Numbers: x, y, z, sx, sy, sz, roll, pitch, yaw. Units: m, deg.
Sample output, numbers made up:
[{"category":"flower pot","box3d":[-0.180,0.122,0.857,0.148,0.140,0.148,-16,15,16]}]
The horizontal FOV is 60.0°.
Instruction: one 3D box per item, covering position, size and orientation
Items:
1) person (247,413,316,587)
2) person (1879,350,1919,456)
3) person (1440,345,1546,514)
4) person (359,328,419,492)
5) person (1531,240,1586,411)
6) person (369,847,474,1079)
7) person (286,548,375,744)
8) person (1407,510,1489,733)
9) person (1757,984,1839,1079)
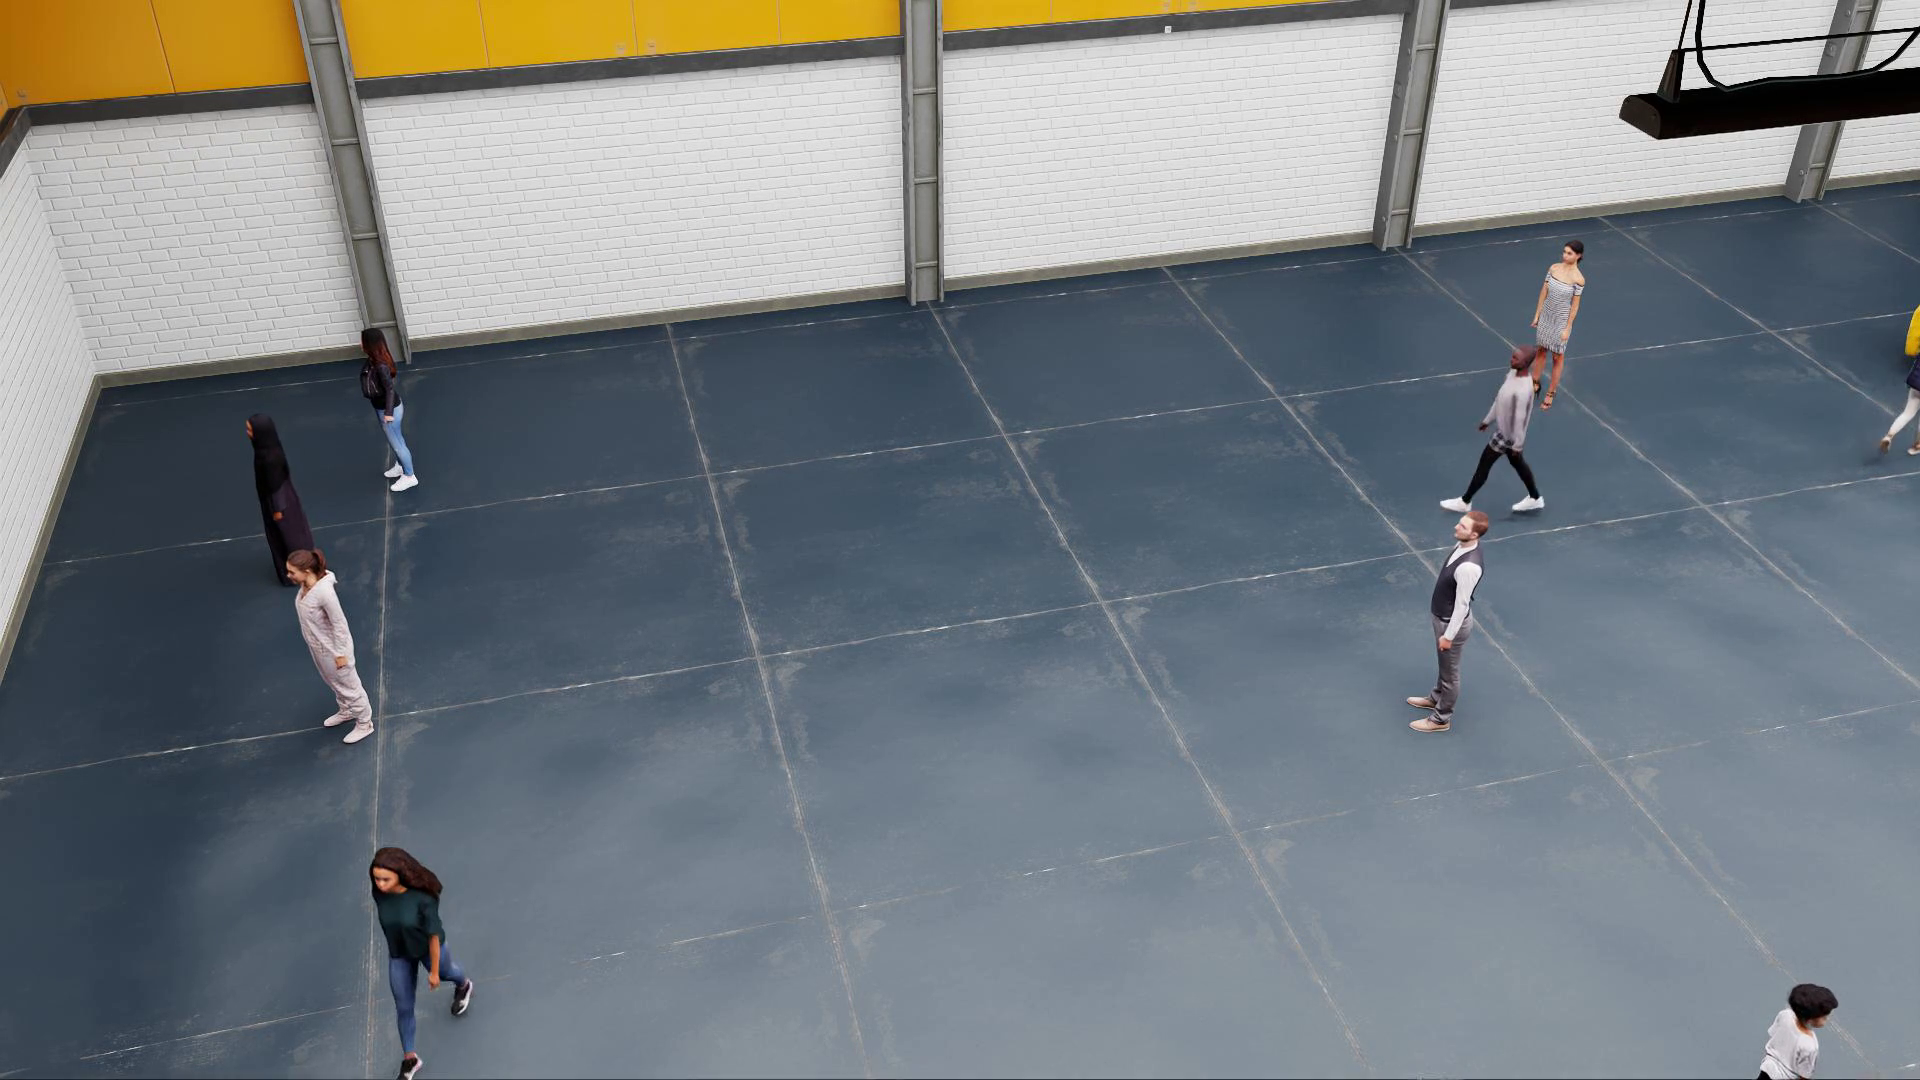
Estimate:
[{"category":"person","box3d":[-5.851,-0.376,14.320,0.624,1.615,0.627,-13,36,-19]},{"category":"person","box3d":[9.308,-1.451,16.055,0.911,1.483,0.702,-17,37,-23]},{"category":"person","box3d":[5.081,-0.966,15.104,1.261,1.728,0.950,5,34,7]},{"category":"person","box3d":[-5.382,-1.247,15.612,0.619,1.634,0.686,-15,36,-21]},{"category":"person","box3d":[6.047,-2.194,16.867,0.657,1.822,0.664,-23,40,-30]},{"category":"person","box3d":[-3.242,2.444,10.116,1.102,1.572,0.947,5,34,8]},{"category":"person","box3d":[-4.737,0.764,12.536,0.730,1.691,0.741,28,43,35]},{"category":"person","box3d":[3.732,0.596,12.569,0.728,1.933,0.741,6,34,10]},{"category":"person","box3d":[4.724,3.025,9.526,0.492,1.257,0.501,-6,34,-9]}]
